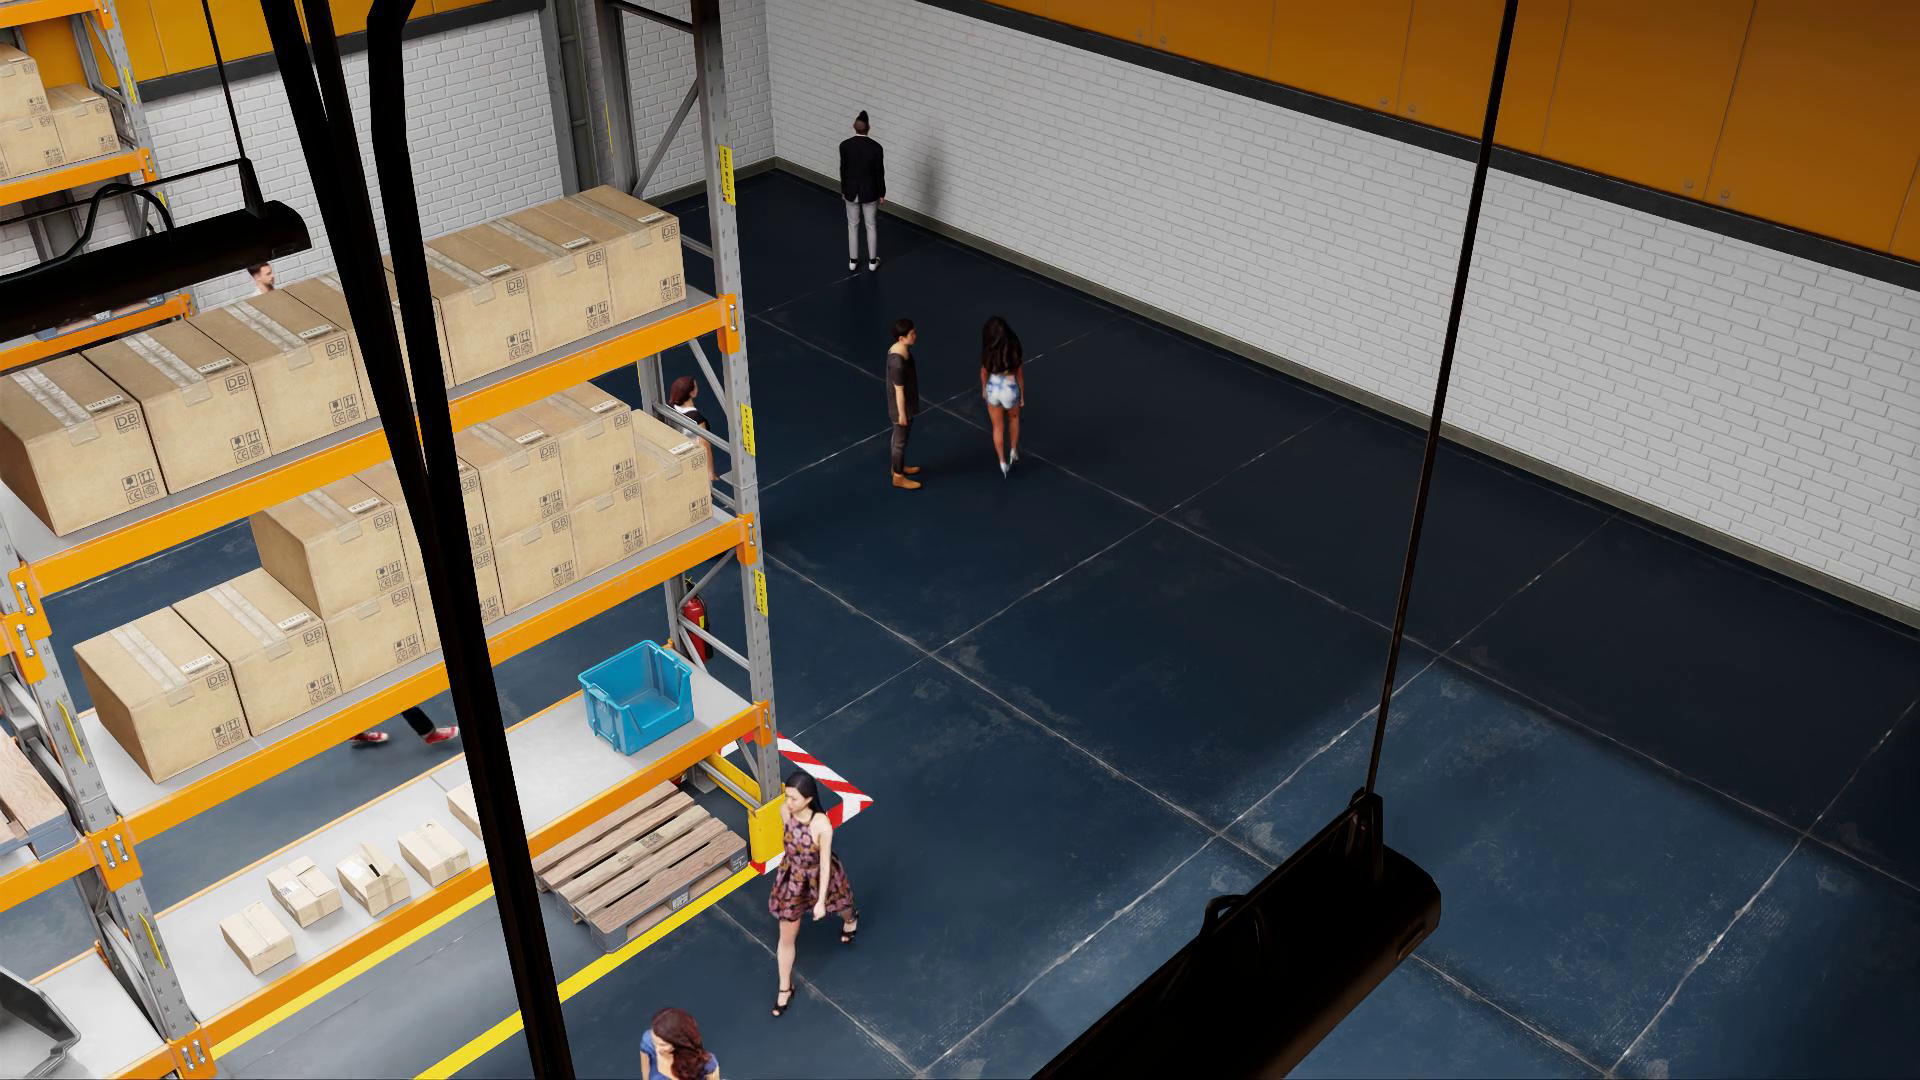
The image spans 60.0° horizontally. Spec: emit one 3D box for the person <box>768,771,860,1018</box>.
[{"bbox_3d":[-0.875,2.119,10.459,0.852,1.726,1.221,16,37,23],"label":"person"}]

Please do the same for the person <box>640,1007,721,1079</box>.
[{"bbox_3d":[-1.428,3.086,8.969,0.879,1.765,1.223,15,37,22],"label":"person"}]

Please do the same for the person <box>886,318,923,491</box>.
[{"bbox_3d":[-0.552,-1.302,15.615,0.755,1.716,0.696,0,34,0],"label":"person"}]

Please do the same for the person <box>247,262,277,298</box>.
[{"bbox_3d":[-6.791,-1.946,16.496,0.787,1.814,0.744,-2,34,-3],"label":"person"}]

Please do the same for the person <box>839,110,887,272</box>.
[{"bbox_3d":[-1.163,-4.141,19.674,0.782,1.952,0.822,2,34,4],"label":"person"}]

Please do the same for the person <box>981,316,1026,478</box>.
[{"bbox_3d":[0.390,-1.307,15.737,0.744,1.590,0.802,5,34,7],"label":"person"}]

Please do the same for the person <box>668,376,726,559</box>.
[{"bbox_3d":[-2.318,-0.623,14.523,0.607,1.796,0.524,23,40,30],"label":"person"}]
